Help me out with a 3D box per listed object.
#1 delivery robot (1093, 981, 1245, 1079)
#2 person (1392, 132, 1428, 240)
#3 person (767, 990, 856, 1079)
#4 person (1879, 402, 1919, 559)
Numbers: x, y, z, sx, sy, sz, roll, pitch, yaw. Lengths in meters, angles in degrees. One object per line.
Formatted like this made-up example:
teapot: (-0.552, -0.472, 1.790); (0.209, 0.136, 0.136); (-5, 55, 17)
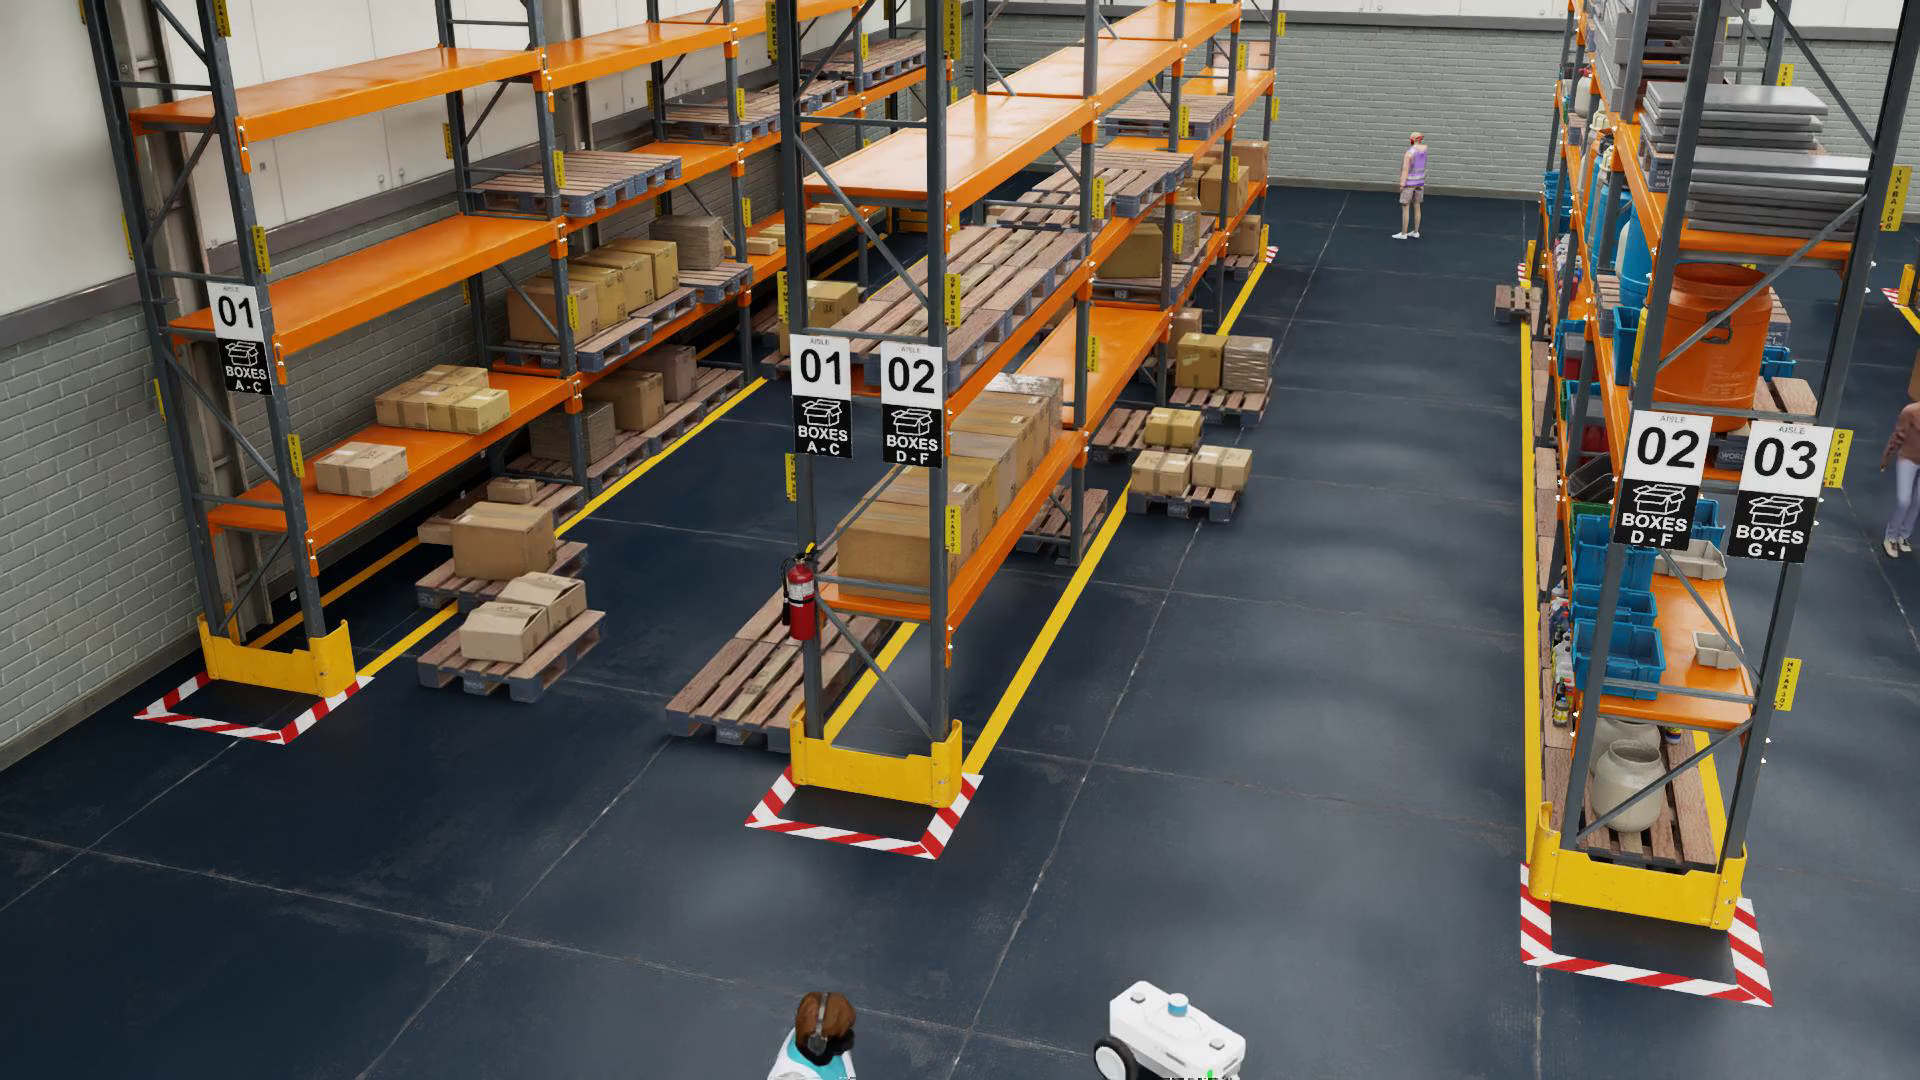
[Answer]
delivery robot: (1.103, 2.638, 8.710); (0.786, 0.608, 0.499); (21, 31, 40)
person: (7.186, -5.623, 26.420); (0.489, 1.688, 0.347); (-13, 27, -28)
person: (-0.593, 2.669, 7.022); (0.461, 1.824, 0.644); (6, 24, 13)
person: (8.574, -0.663, 14.847); (0.591, 1.735, 0.631); (5, 24, 10)
